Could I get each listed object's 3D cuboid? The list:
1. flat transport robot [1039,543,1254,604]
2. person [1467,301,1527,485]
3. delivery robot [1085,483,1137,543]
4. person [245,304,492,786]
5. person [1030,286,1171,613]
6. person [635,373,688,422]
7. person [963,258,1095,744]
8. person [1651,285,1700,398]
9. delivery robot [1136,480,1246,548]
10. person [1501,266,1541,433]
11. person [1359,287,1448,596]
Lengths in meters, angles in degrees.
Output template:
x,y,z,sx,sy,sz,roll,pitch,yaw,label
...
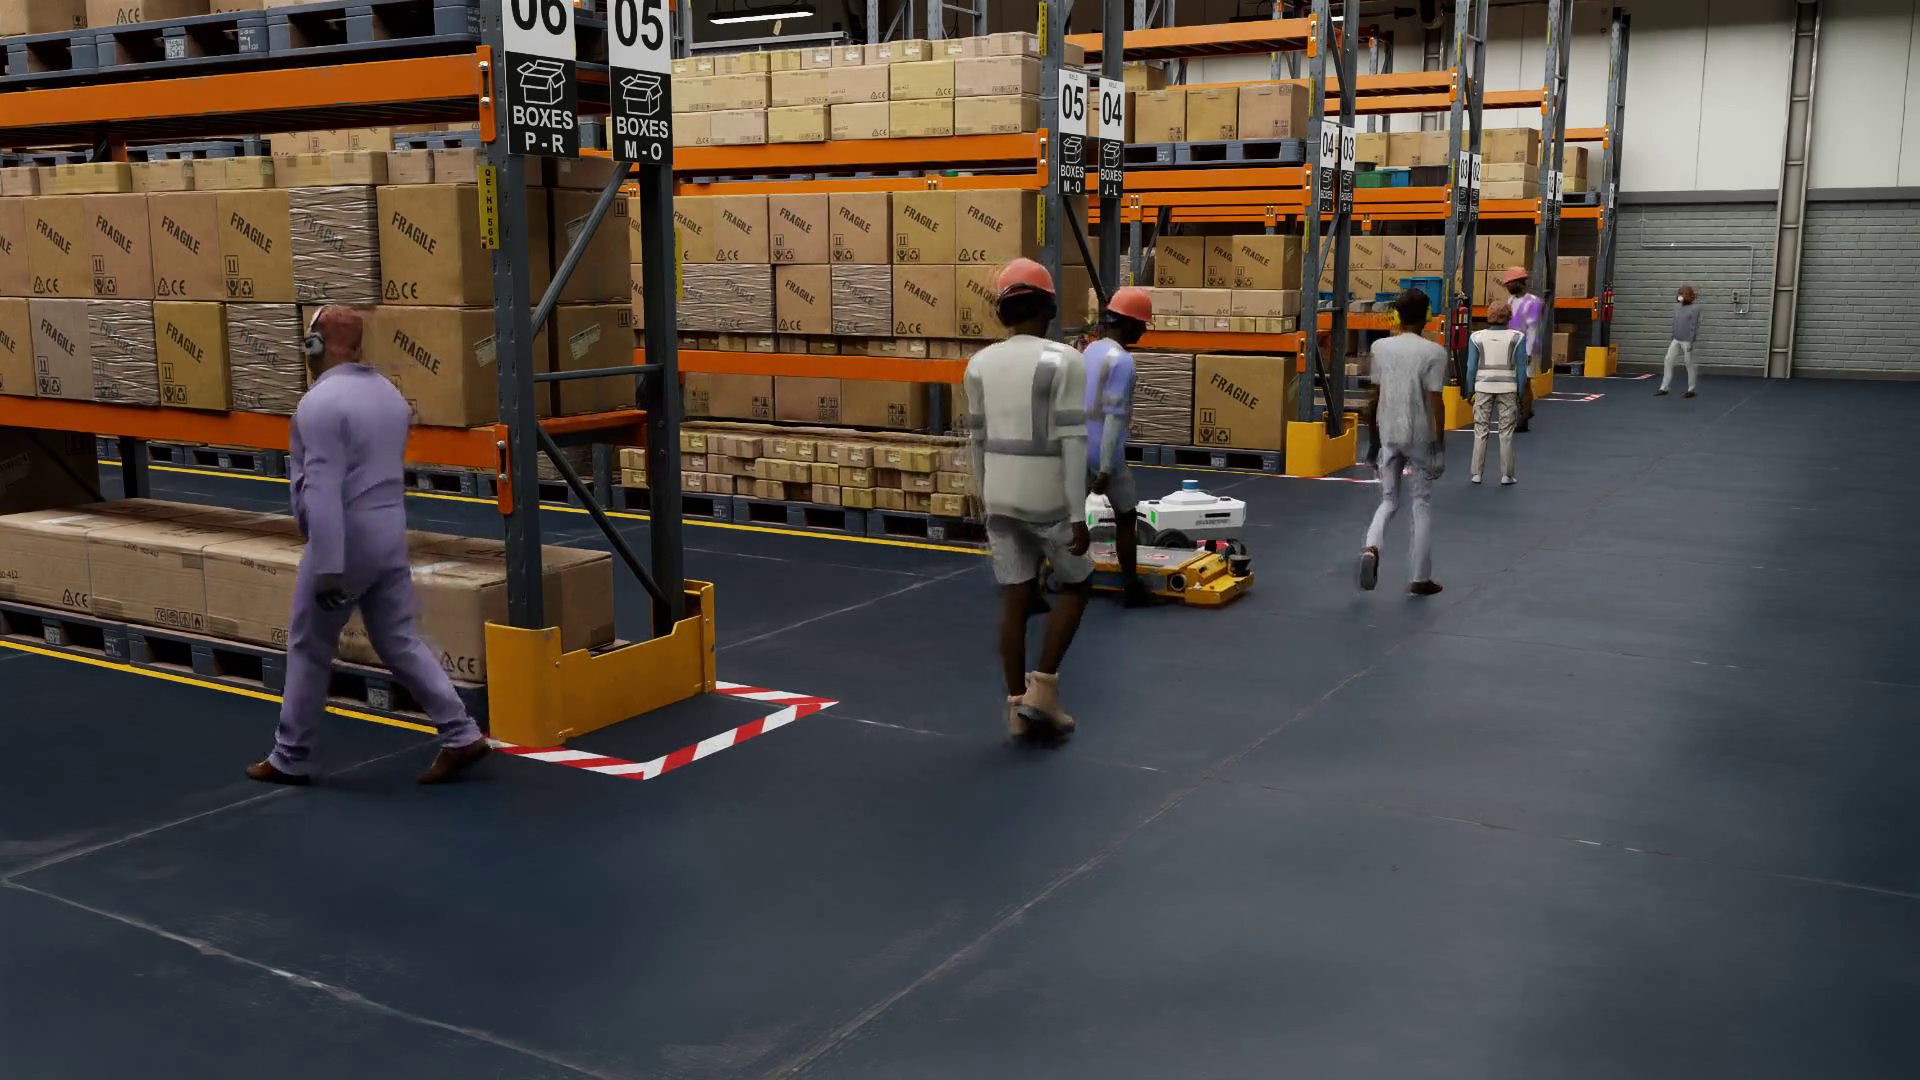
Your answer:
x,y,z,sx,sy,sz,roll,pitch,yaw,label
1.003,0.177,10.119,1.431,0.197,0.652,5,11,26,flat transport robot
4.761,-1.301,14.783,0.513,1.637,0.309,4,11,24,person
0.936,-0.154,10.956,0.477,0.478,0.707,-1,10,-6,delivery robot
-2.284,0.031,6.373,0.942,1.855,0.681,2,10,11,person
0.730,-0.491,9.413,0.974,1.883,0.626,-4,11,-24,person
-2.761,-1.485,15.181,1.010,1.878,0.592,6,11,32,person
0.305,-0.155,6.954,0.654,2.017,0.465,8,13,40,person
10.233,-2.813,23.713,0.730,1.606,0.538,-3,10,-19,person
1.515,-0.153,10.951,0.707,0.478,0.477,-3,10,-17,delivery robot
6.450,-2.183,19.141,0.426,1.908,0.576,-4,11,-24,person
2.615,-0.568,9.861,0.574,1.853,0.601,8,13,40,person
